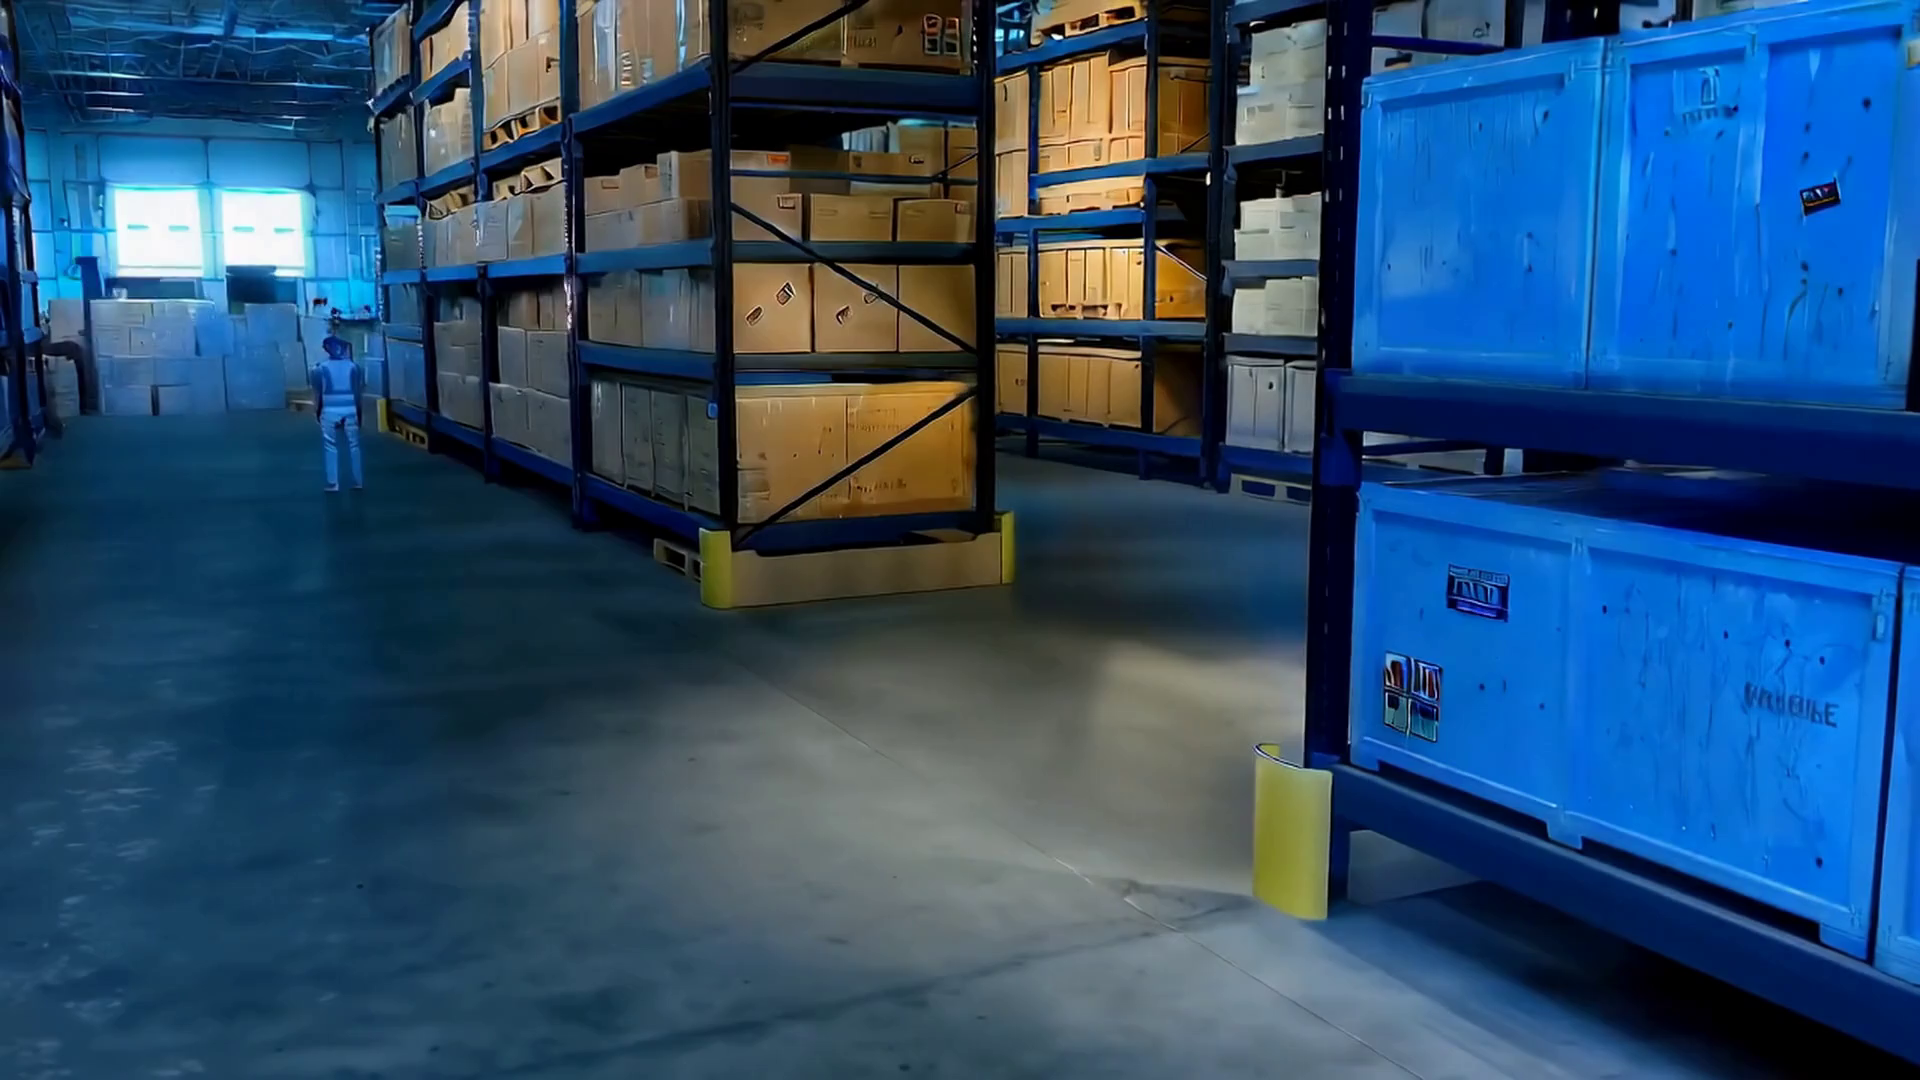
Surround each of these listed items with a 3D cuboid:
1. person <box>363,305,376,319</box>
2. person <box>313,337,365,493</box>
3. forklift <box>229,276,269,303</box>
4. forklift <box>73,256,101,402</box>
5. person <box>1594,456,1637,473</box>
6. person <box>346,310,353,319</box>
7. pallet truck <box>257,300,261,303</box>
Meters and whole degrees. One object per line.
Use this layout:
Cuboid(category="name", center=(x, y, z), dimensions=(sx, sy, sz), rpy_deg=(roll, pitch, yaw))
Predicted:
Cuboid(category="person", center=(-20.618, -7.330, 58.280), dimensions=(0.652, 1.830, 0.996), rpy_deg=(0, 8, -2))
Cuboid(category="person", center=(-6.480, -1.300, 17.351), dimensions=(0.512, 1.630, 0.317), rpy_deg=(-8, 11, -44))
Cuboid(category="forklift", center=(-17.554, -5.381, 41.192), dimensions=(1.129, 2.768, 1.873), rpy_deg=(-4, 9, -26))
Cuboid(category="forklift", center=(-16.619, -4.031, 31.885), dimensions=(1.873, 2.768, 1.129), rpy_deg=(-4, 9, -26))
Cuboid(category="person", center=(2.687, 0.047, 7.171), dimensions=(0.528, 1.887, 0.598), rpy_deg=(1, 8, 5))
Cuboid(category="person", center=(-23.326, -7.990, 63.516), dimensions=(0.602, 1.613, 0.521), rpy_deg=(-6, 10, -34))
Cuboid(category="pallet truck", center=(-23.913, -7.404, 58.171), dimensions=(1.885, 1.965, 0.823), rpy_deg=(-1, 8, -9))
